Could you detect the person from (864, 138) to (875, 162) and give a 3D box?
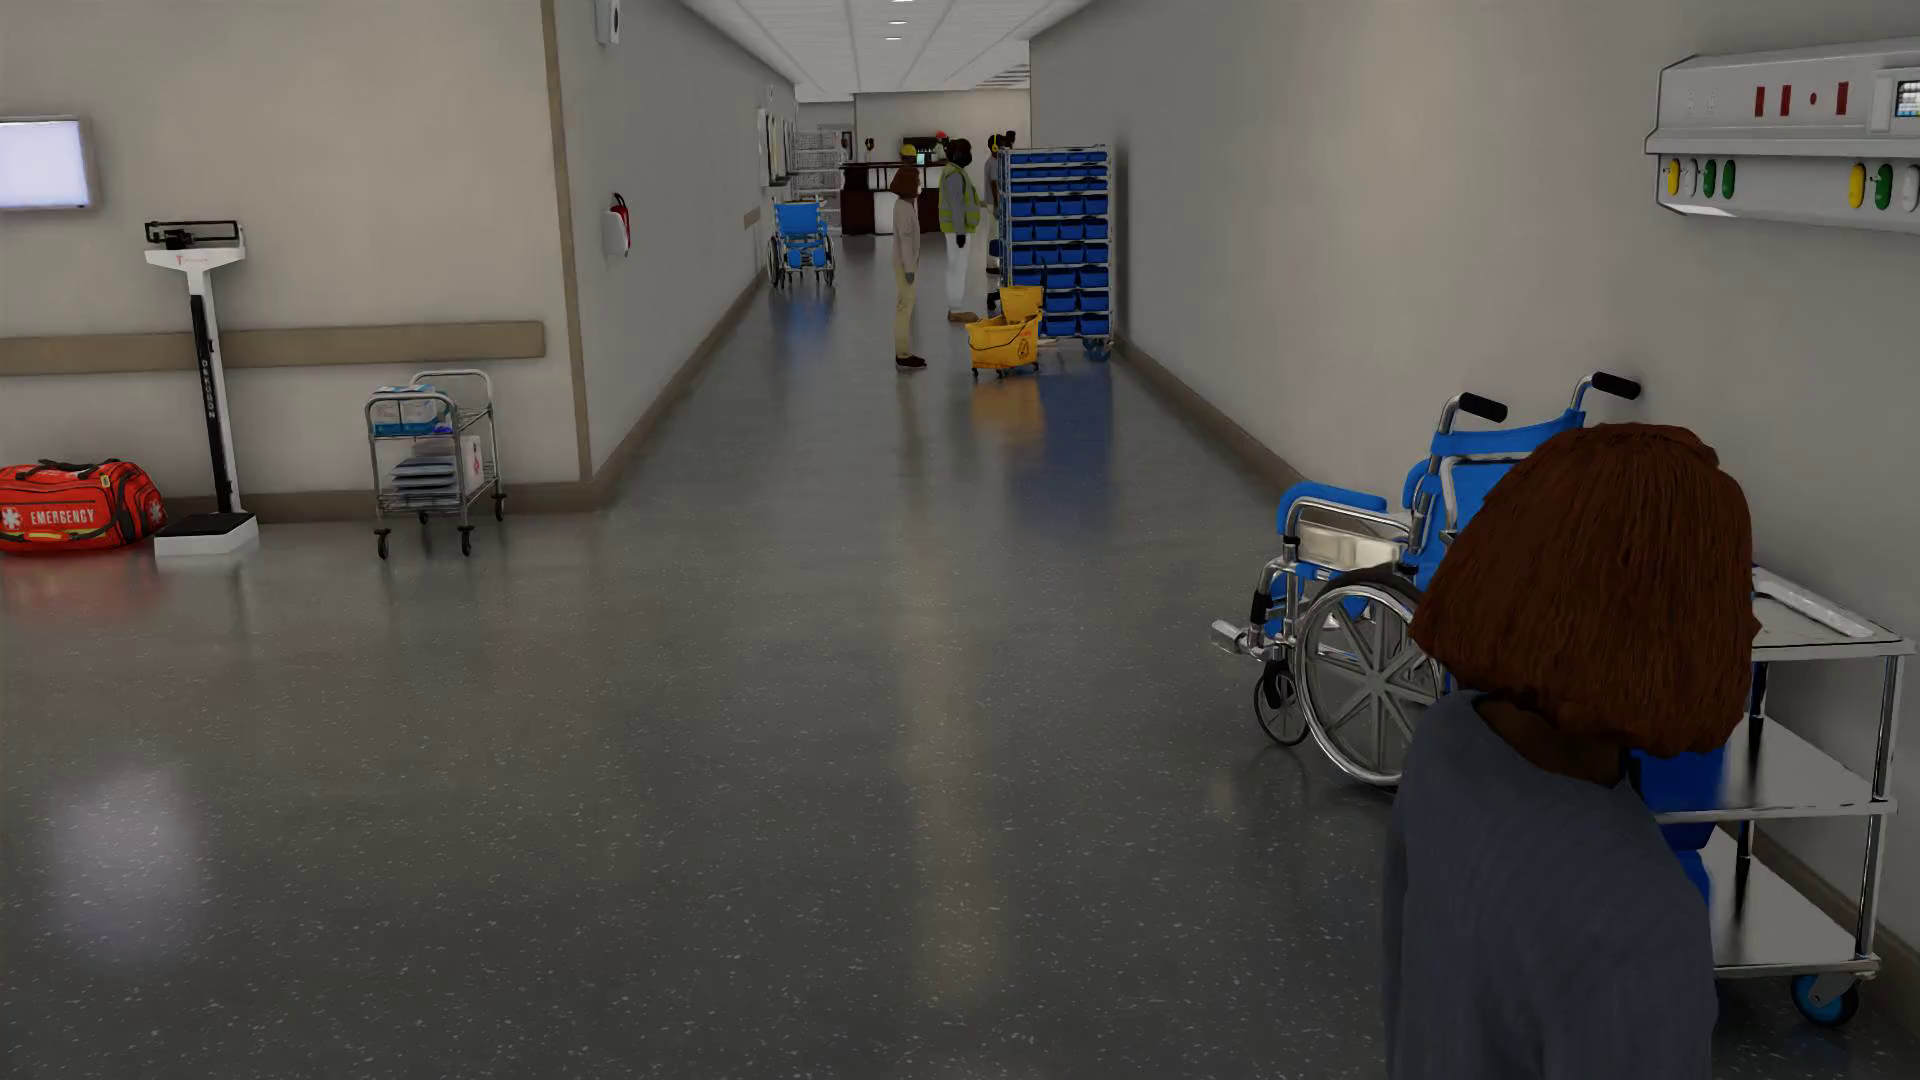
[{"bbox_3d":[-2.297,-9.307,42.463,0.310,1.868,0.533,-2,14,-3],"label":"person"}]

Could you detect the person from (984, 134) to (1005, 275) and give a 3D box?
[{"bbox_3d":[0.485,-4.528,22.500,0.310,1.868,0.533,-2,14,-3],"label":"person"}]

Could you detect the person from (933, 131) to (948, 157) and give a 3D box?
[{"bbox_3d":[-0.470,-9.200,41.547,0.396,1.992,0.622,-2,14,-3],"label":"person"}]

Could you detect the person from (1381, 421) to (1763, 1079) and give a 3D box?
[{"bbox_3d":[0.514,0.701,1.493,0.268,1.630,0.507,-2,14,-3],"label":"person"}]

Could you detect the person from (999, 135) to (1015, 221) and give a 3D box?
[{"bbox_3d":[1.011,-7.951,36.560,0.429,1.841,0.633,-2,14,-3],"label":"person"}]

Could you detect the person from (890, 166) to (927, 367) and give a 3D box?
[{"bbox_3d":[-0.430,-2.245,13.710,0.266,1.631,0.507,-2,14,-3],"label":"person"}]

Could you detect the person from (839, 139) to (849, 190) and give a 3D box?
[{"bbox_3d":[-3.605,-11.510,51.676,0.385,1.877,0.610,0,14,6],"label":"person"}]

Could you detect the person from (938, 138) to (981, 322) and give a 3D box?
[{"bbox_3d":[0.003,-3.150,16.947,0.429,1.841,0.633,-2,14,-3],"label":"person"}]

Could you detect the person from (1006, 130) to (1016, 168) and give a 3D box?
[{"bbox_3d":[1.294,-9.576,42.946,0.368,1.961,0.613,-2,14,-3],"label":"person"}]

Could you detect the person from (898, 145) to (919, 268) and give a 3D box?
[{"bbox_3d":[-0.749,-4.817,24.093,0.380,1.752,0.569,-4,14,-9],"label":"person"}]
